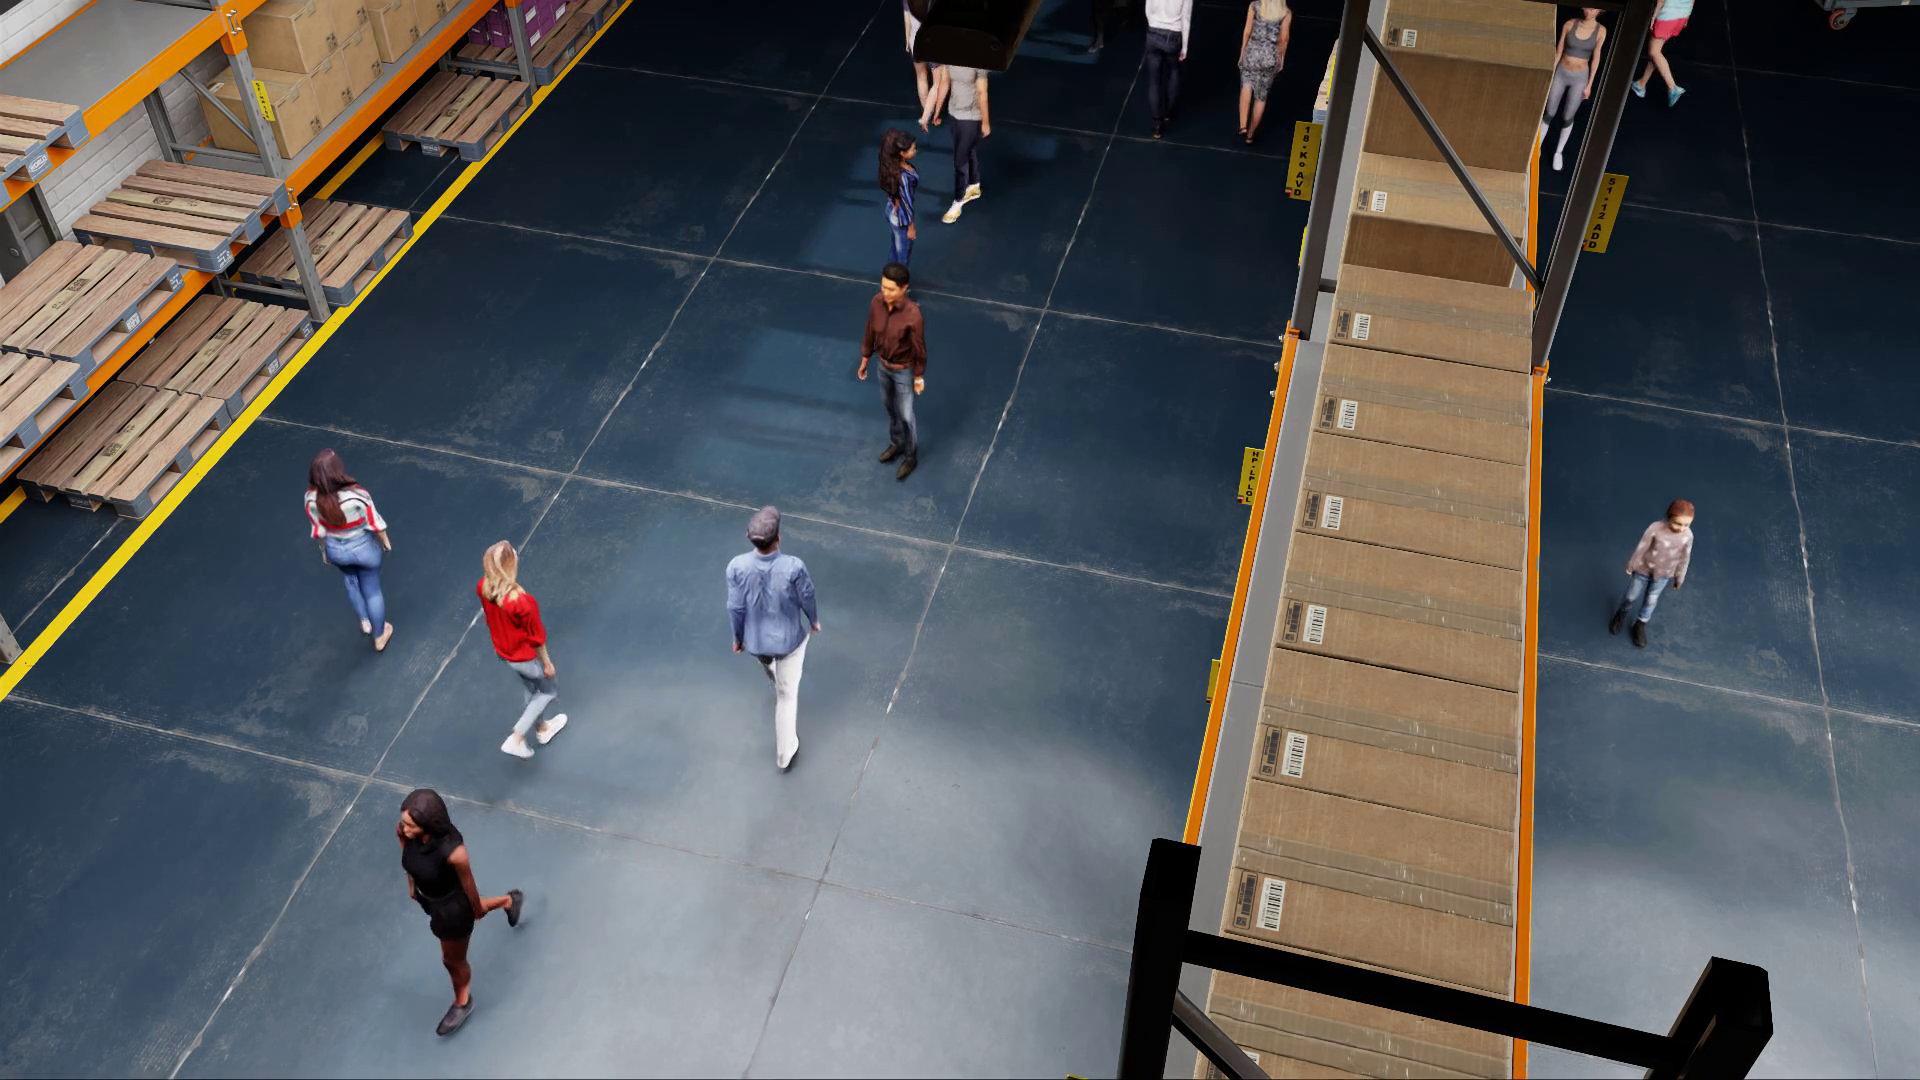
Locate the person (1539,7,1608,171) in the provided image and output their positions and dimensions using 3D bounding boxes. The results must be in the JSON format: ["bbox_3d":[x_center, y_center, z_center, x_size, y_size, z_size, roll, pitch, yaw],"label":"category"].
[{"bbox_3d":[5.612,-4.232,15.291,0.600,1.703,0.590,18,46,18],"label":"person"}]

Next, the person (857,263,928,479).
[{"bbox_3d":[-0.444,-1.288,12.147,0.749,1.778,0.730,29,51,27],"label":"person"}]

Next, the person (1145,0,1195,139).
[{"bbox_3d":[1.909,-4.650,15.626,0.621,1.846,0.820,9,44,9],"label":"person"}]

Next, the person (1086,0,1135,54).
[{"bbox_3d":[1.560,-5.859,17.020,0.822,1.673,1.047,29,51,27],"label":"person"}]

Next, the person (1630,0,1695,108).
[{"bbox_3d":[6.924,-5.004,16.072,0.932,1.743,1.094,-14,45,-14],"label":"person"}]

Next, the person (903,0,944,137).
[{"bbox_3d":[-0.336,-4.632,15.720,0.638,1.690,0.934,13,45,14],"label":"person"}]

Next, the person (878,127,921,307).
[{"bbox_3d":[-0.482,-2.649,13.689,0.765,1.620,0.657,-11,45,-11],"label":"person"}]

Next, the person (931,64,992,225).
[{"bbox_3d":[0.108,-3.791,14.704,0.902,1.875,1.008,34,53,30],"label":"person"}]

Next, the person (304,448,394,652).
[{"bbox_3d":[-3.963,0.117,10.801,0.691,1.599,0.701,-2,44,-3],"label":"person"}]

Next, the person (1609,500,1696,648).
[{"bbox_3d":[4.614,0.164,11.048,0.508,1.191,0.500,11,45,11],"label":"person"}]

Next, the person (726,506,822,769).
[{"bbox_3d":[-1.133,0.636,10.082,0.809,1.840,1.184,3,44,3],"label":"person"}]

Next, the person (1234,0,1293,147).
[{"bbox_3d":[2.795,-4.404,15.486,0.588,1.684,0.625,10,45,10],"label":"person"}]

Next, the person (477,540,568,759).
[{"bbox_3d":[-2.714,0.733,10.087,0.772,1.692,0.877,27,50,25],"label":"person"}]

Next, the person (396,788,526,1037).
[{"bbox_3d":[-2.680,1.857,8.888,0.836,1.719,1.149,24,48,23],"label":"person"}]
